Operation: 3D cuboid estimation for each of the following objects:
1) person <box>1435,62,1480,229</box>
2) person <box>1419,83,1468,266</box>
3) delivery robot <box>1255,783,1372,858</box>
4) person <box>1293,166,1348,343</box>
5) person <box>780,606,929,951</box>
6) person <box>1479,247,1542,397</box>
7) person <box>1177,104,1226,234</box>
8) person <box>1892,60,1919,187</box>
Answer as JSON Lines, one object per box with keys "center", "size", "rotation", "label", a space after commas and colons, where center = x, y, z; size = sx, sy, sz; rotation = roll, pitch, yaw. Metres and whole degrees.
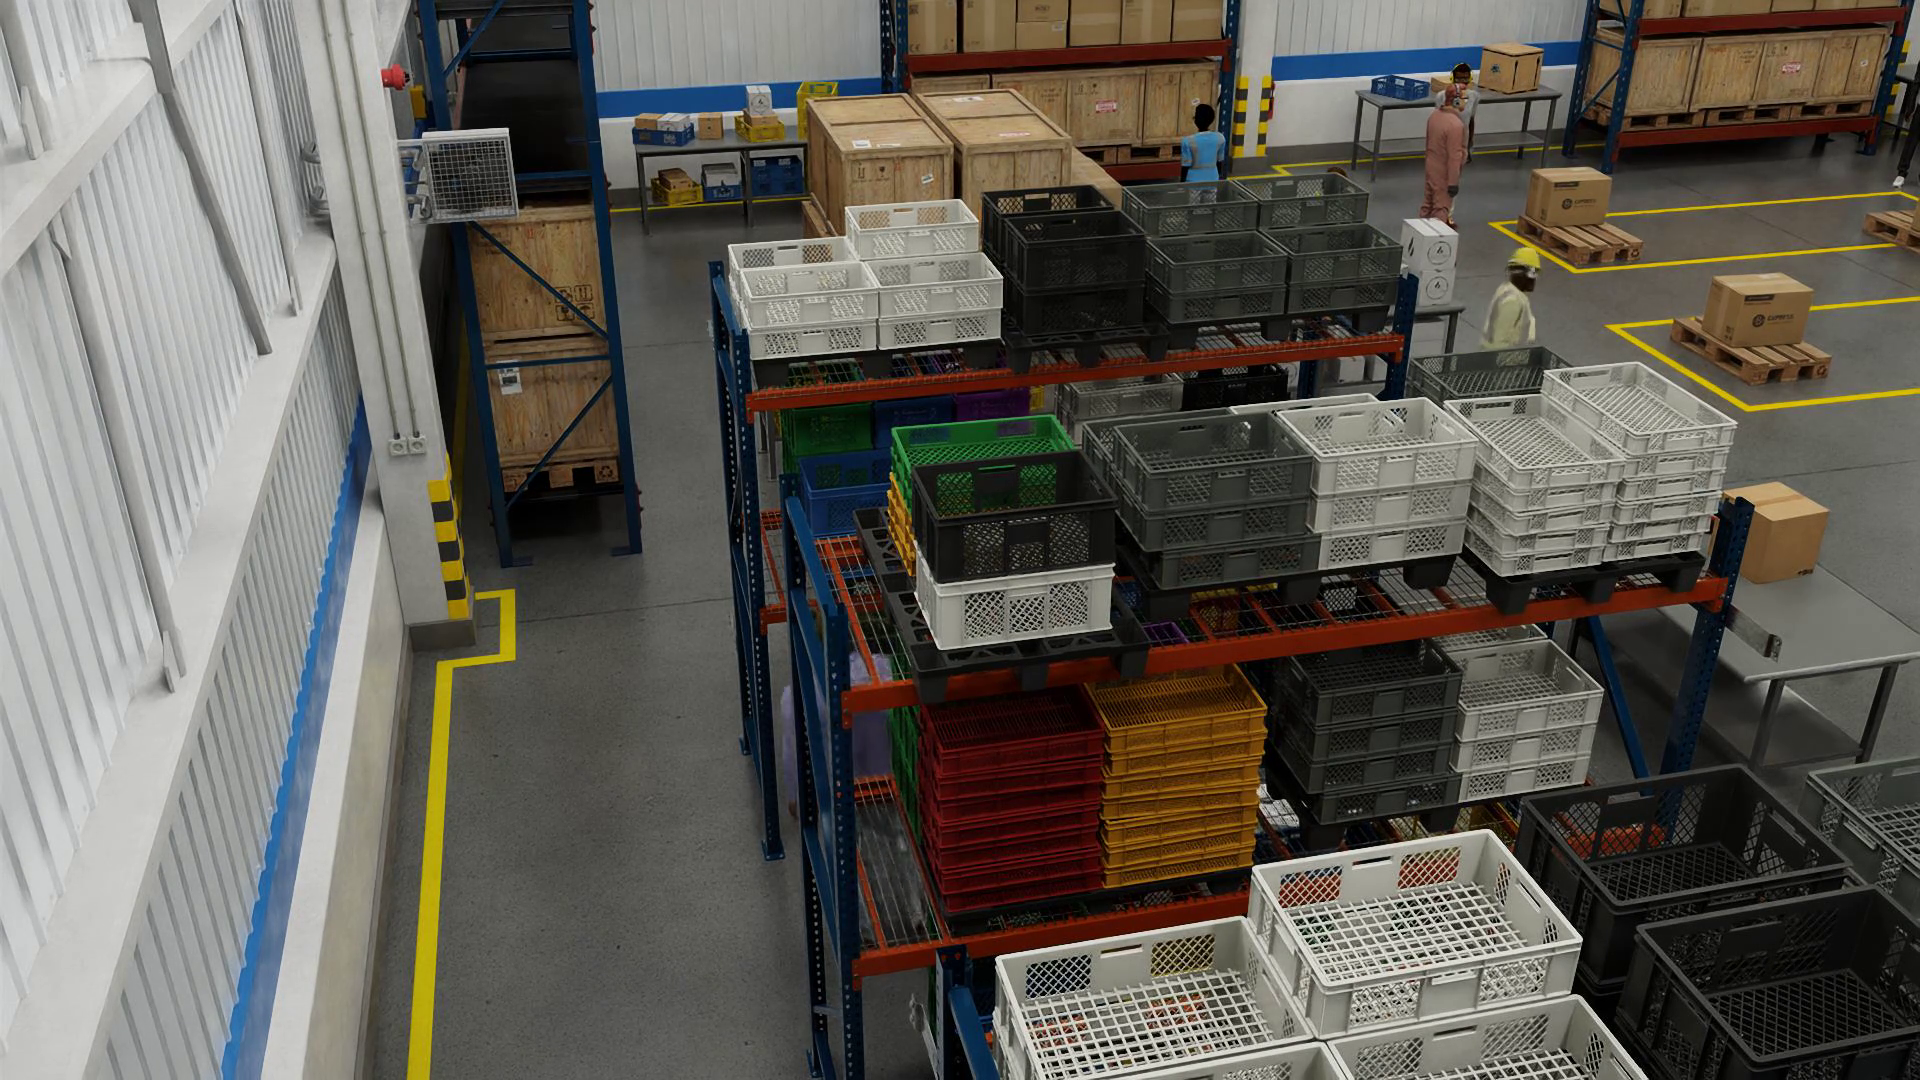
{"center": [5.534, -4.424, 18.710], "size": [0.521, 1.868, 0.319], "rotation": [-1, 28, -2], "label": "person"}
{"center": [5.137, -3.870, 17.617], "size": [0.401, 1.910, 0.640], "rotation": [-4, 28, -7], "label": "person"}
{"center": [1.871, 1.481, 8.809], "size": [0.707, 0.478, 0.477], "rotation": [4, 28, 8], "label": "delivery robot"}
{"center": [3.304, -2.471, 15.036], "size": [0.633, 1.839, 0.429], "rotation": [3, 28, 6], "label": "person"}
{"center": [-0.524, 1.178, 8.052], "size": [0.662, 1.896, 0.479], "rotation": [-14, 31, -25], "label": "person"}
{"center": [4.251, -1.365, 13.003], "size": [0.405, 1.793, 0.742], "rotation": [10, 29, 19], "label": "person"}
{"center": [2.545, -3.776, 17.658], "size": [0.535, 1.700, 0.318], "rotation": [-13, 30, -23], "label": "person"}
{"center": [11.826, -5.241, 20.208], "size": [0.591, 1.919, 0.392], "rotation": [11, 30, 20], "label": "person"}
